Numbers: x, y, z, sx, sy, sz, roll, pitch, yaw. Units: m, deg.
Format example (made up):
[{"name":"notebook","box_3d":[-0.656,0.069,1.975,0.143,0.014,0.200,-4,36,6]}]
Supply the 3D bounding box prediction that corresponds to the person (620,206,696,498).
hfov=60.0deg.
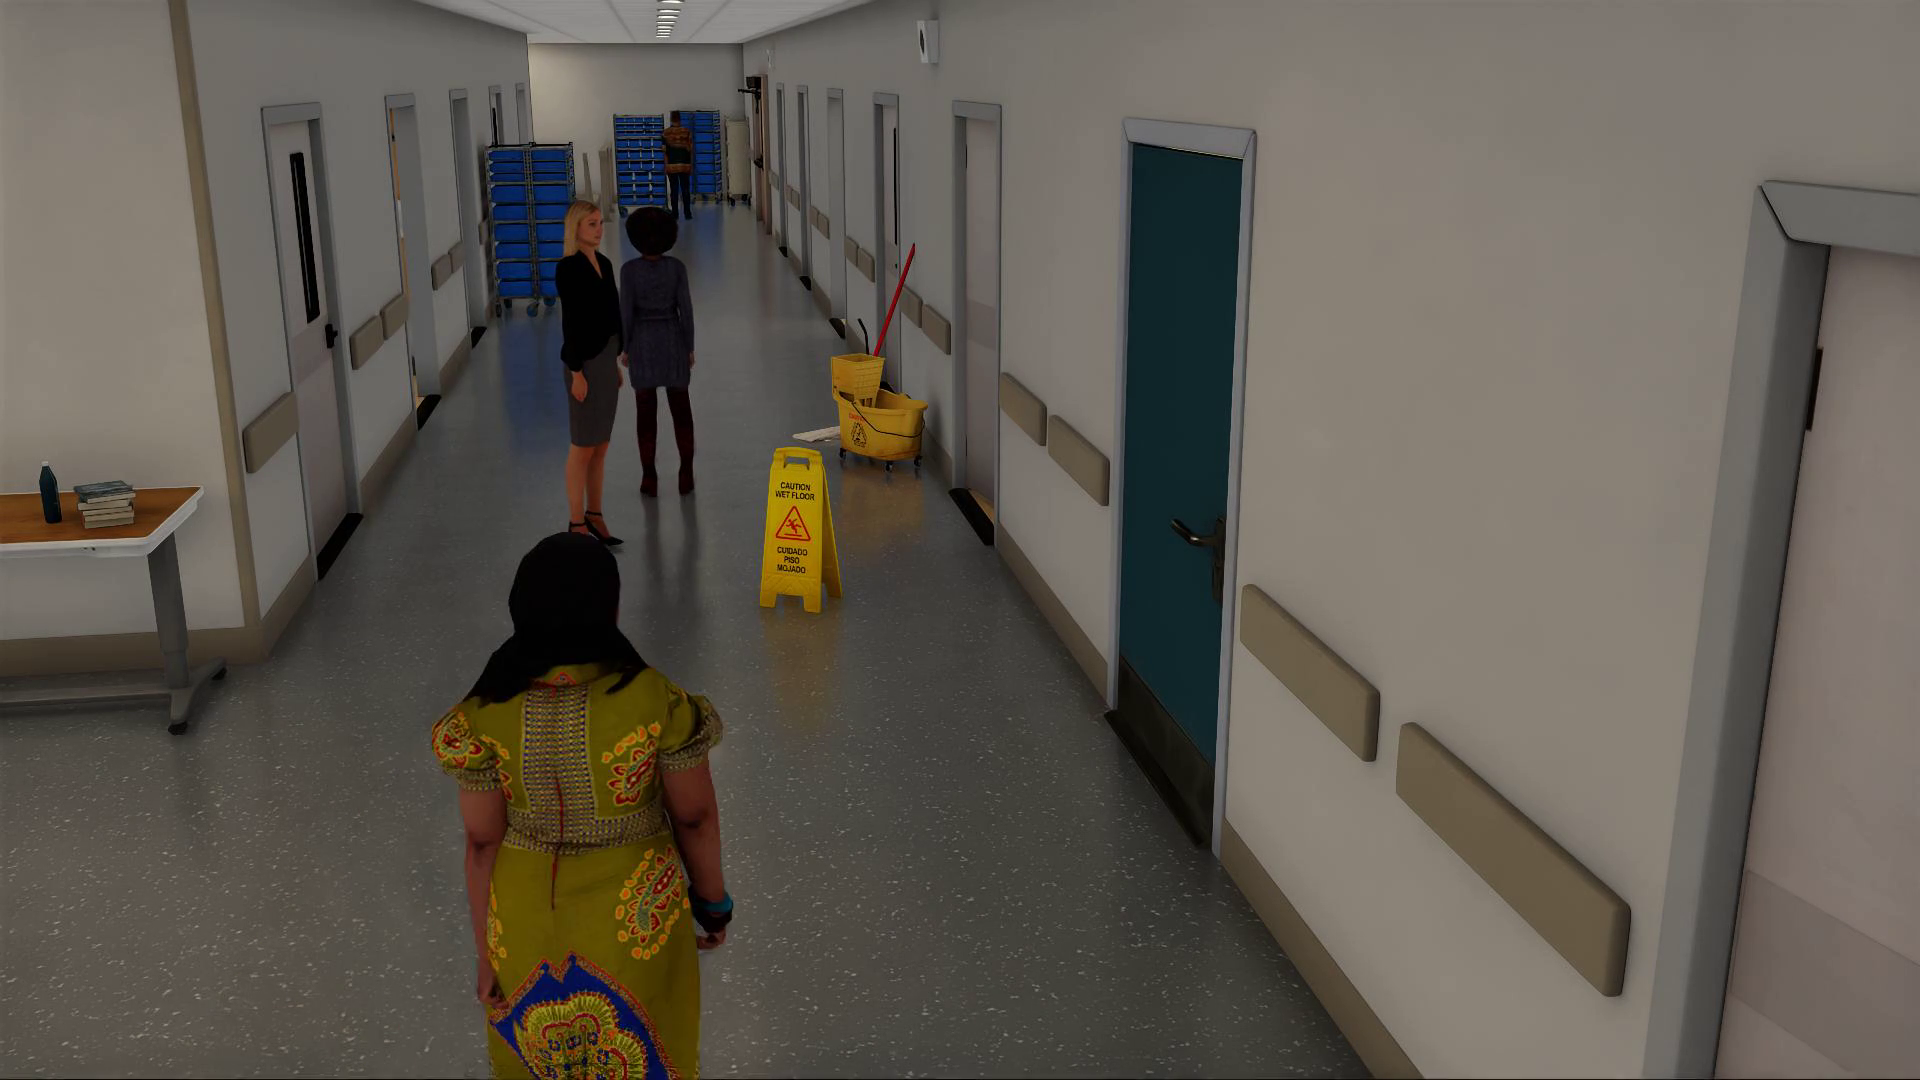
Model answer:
[{"name":"person","box_3d":[-1.793,-1.114,9.887,0.592,1.710,0.513,-4,16,-13]}]

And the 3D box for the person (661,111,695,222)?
[{"name":"person","box_3d":[-4.771,-6.343,28.179,0.705,1.808,0.662,-4,16,-13]}]

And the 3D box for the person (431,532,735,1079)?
[{"name":"person","box_3d":[-0.709,0.835,3.164,0.858,1.607,1.241,-1,16,-3]}]

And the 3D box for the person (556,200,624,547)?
[{"name":"person","box_3d":[-1.923,-0.835,8.654,0.755,1.842,0.627,4,16,15]}]
